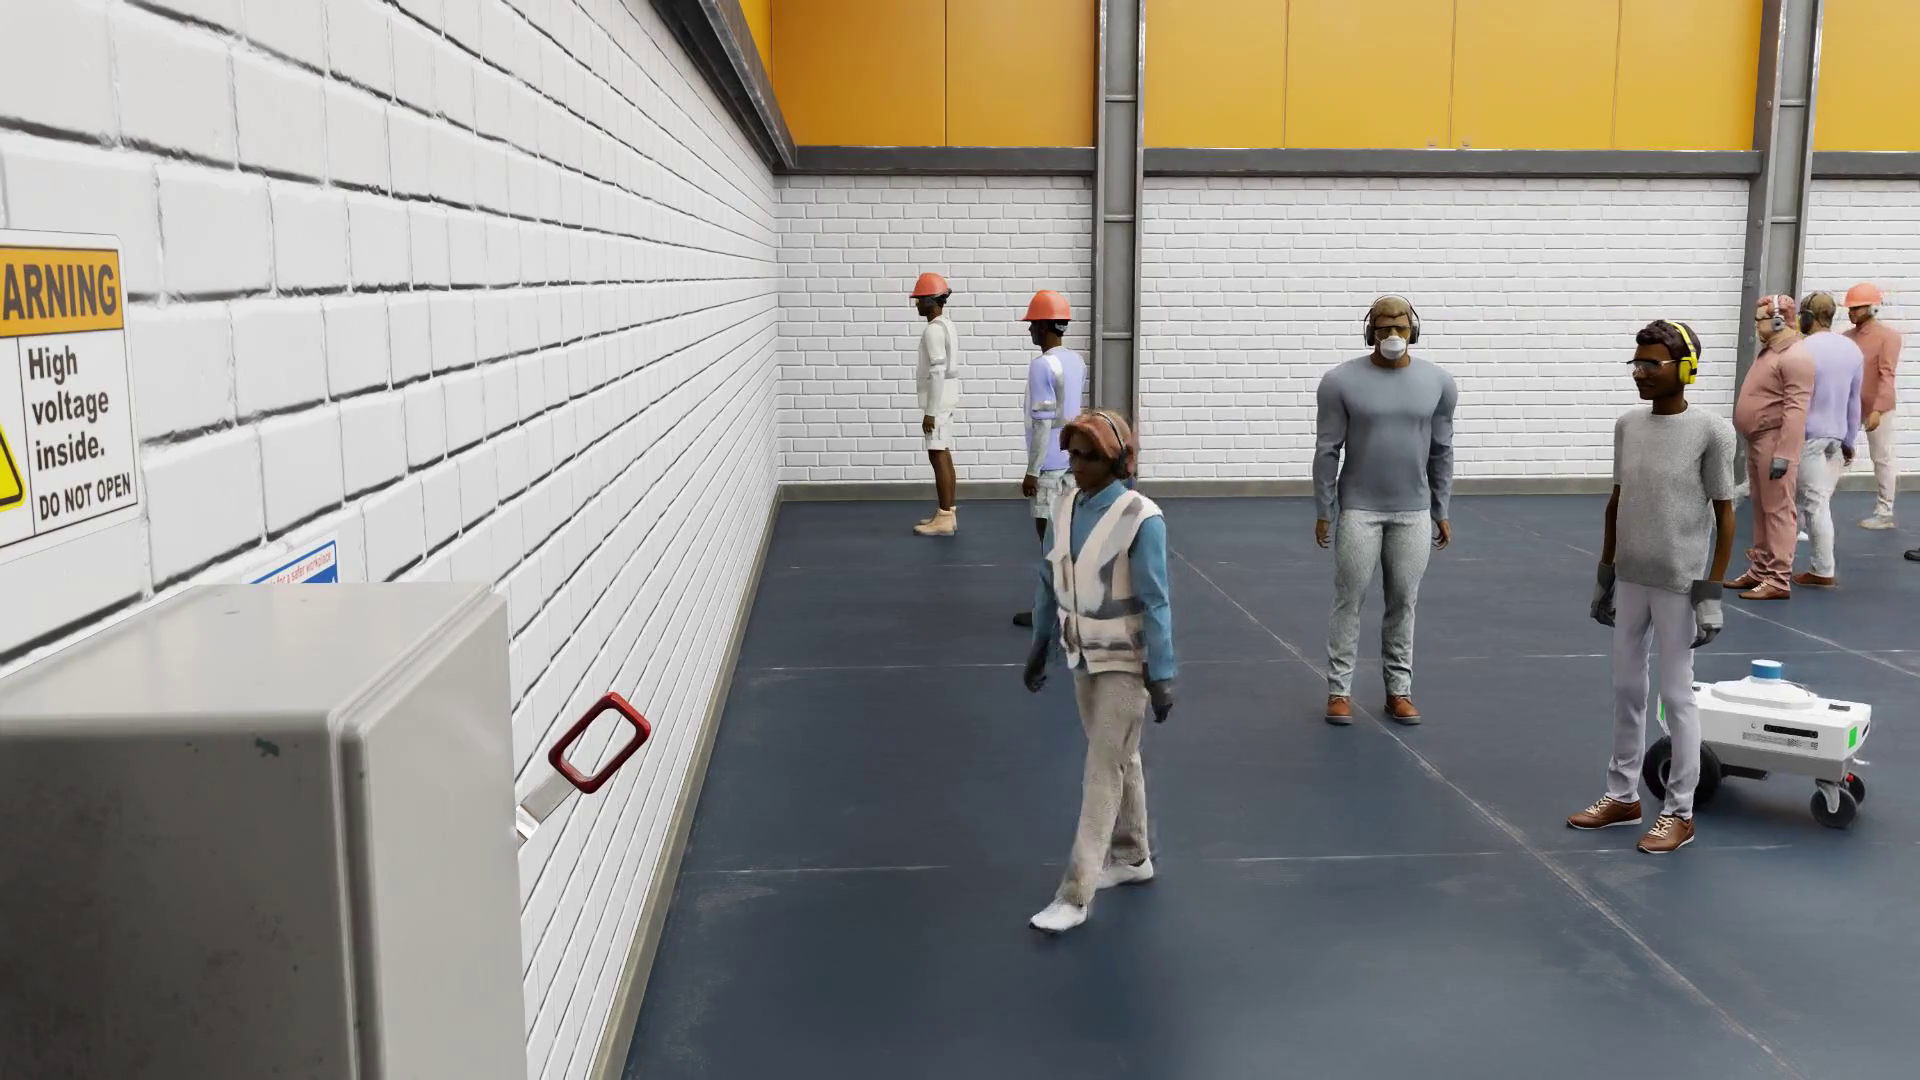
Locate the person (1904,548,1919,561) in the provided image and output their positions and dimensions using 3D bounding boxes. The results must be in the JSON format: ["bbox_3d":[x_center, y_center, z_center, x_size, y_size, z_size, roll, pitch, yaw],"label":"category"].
[{"bbox_3d":[6.953,-0.805,11.722,0.551,1.940,0.349,-8,12,-40],"label":"person"}]

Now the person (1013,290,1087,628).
[{"bbox_3d":[0.510,-0.463,9.590,0.355,1.939,0.544,4,10,26],"label":"person"}]

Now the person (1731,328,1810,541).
[{"bbox_3d":[6.252,-0.856,12.749,0.660,1.714,0.504,6,11,33],"label":"person"}]

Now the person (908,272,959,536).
[{"bbox_3d":[-0.211,-1.053,12.965,0.391,2.040,0.615,1,9,9],"label":"person"}]

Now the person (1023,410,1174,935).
[{"bbox_3d":[0.394,0.403,5.220,0.792,1.605,0.596,-6,11,-32],"label":"person"}]

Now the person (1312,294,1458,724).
[{"bbox_3d":[1.902,-0.129,7.485,0.635,1.937,0.352,0,9,1],"label":"person"}]

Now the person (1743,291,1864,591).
[{"bbox_3d":[5.451,-0.657,10.895,0.655,1.906,0.900,-4,10,-24],"label":"person"}]

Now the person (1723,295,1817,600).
[{"bbox_3d":[5.064,-0.577,10.420,0.405,1.903,0.636,2,9,11],"label":"person"}]

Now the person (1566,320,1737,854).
[{"bbox_3d":[2.456,0.163,5.871,0.310,1.868,0.532,-5,10,-28],"label":"person"}]

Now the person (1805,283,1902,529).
[{"bbox_3d":[7.074,-1.040,13.155,0.973,1.943,0.640,-3,10,-19],"label":"person"}]

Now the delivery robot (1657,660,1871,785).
[{"bbox_3d":[3.049,0.700,6.320,0.707,0.478,0.477,6,11,34],"label":"delivery robot"}]
